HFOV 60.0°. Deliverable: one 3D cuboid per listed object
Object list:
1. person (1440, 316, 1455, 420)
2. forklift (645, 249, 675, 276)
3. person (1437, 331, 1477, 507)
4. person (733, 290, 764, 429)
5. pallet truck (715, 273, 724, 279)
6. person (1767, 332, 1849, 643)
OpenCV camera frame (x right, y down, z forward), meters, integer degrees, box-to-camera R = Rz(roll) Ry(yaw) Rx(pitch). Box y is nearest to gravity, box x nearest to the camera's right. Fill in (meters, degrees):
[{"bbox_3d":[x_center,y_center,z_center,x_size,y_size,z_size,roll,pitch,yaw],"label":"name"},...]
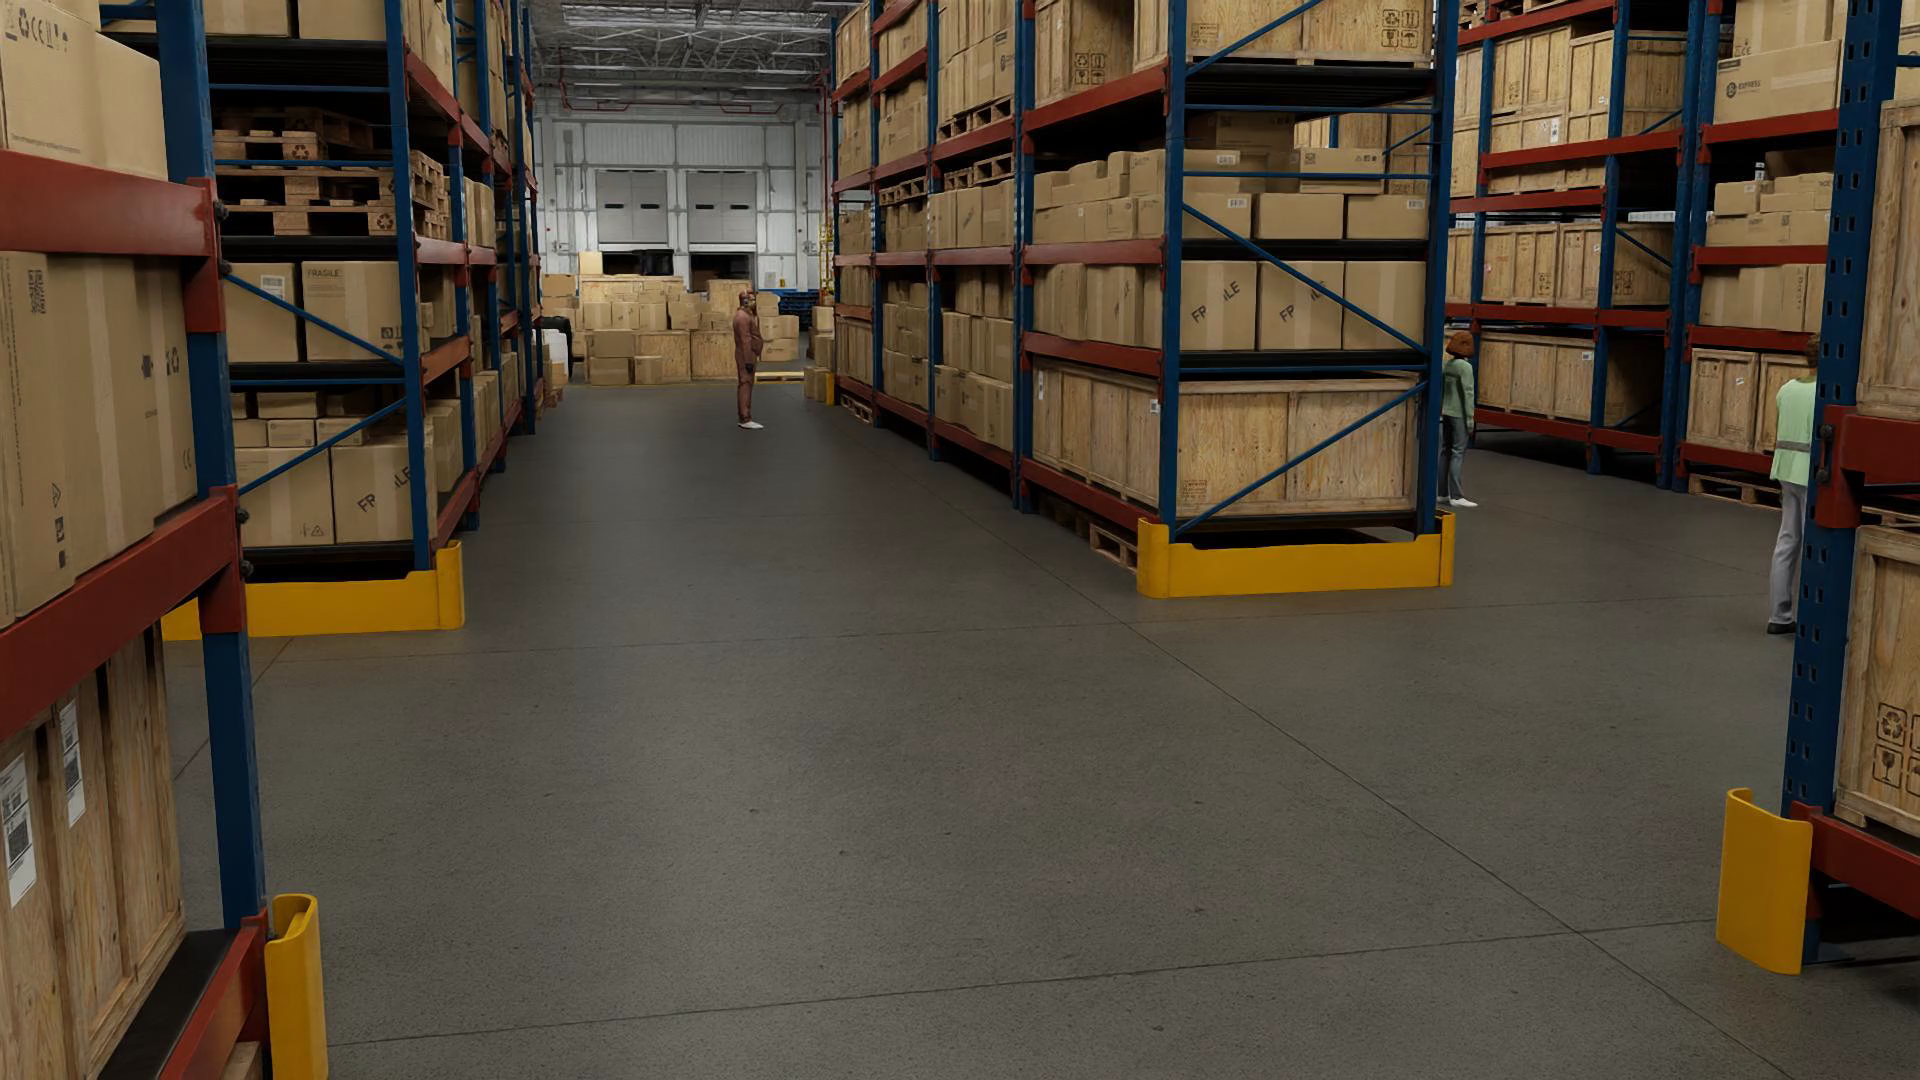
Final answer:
[{"bbox_3d":[6.921,-2.488,23.764,0.308,1.640,0.510,-2,10,-12],"label":"person"},{"bbox_3d":[-10.024,-8.361,55.787,1.129,2.768,1.873,-7,12,-38],"label":"forklift"},{"bbox_3d":[4.634,-1.124,15.470,0.284,1.633,0.497,-2,10,-12],"label":"person"},{"bbox_3d":[-2.922,-2.492,22.975,0.409,1.909,0.640,-2,10,-12],"label":"person"},{"bbox_3d":[-8.580,-8.986,62.280,1.885,1.965,0.823,1,9,5],"label":"pallet truck"},{"bbox_3d":[5.041,-0.312,9.873,0.390,1.846,0.564,-2,10,-12],"label":"person"}]
